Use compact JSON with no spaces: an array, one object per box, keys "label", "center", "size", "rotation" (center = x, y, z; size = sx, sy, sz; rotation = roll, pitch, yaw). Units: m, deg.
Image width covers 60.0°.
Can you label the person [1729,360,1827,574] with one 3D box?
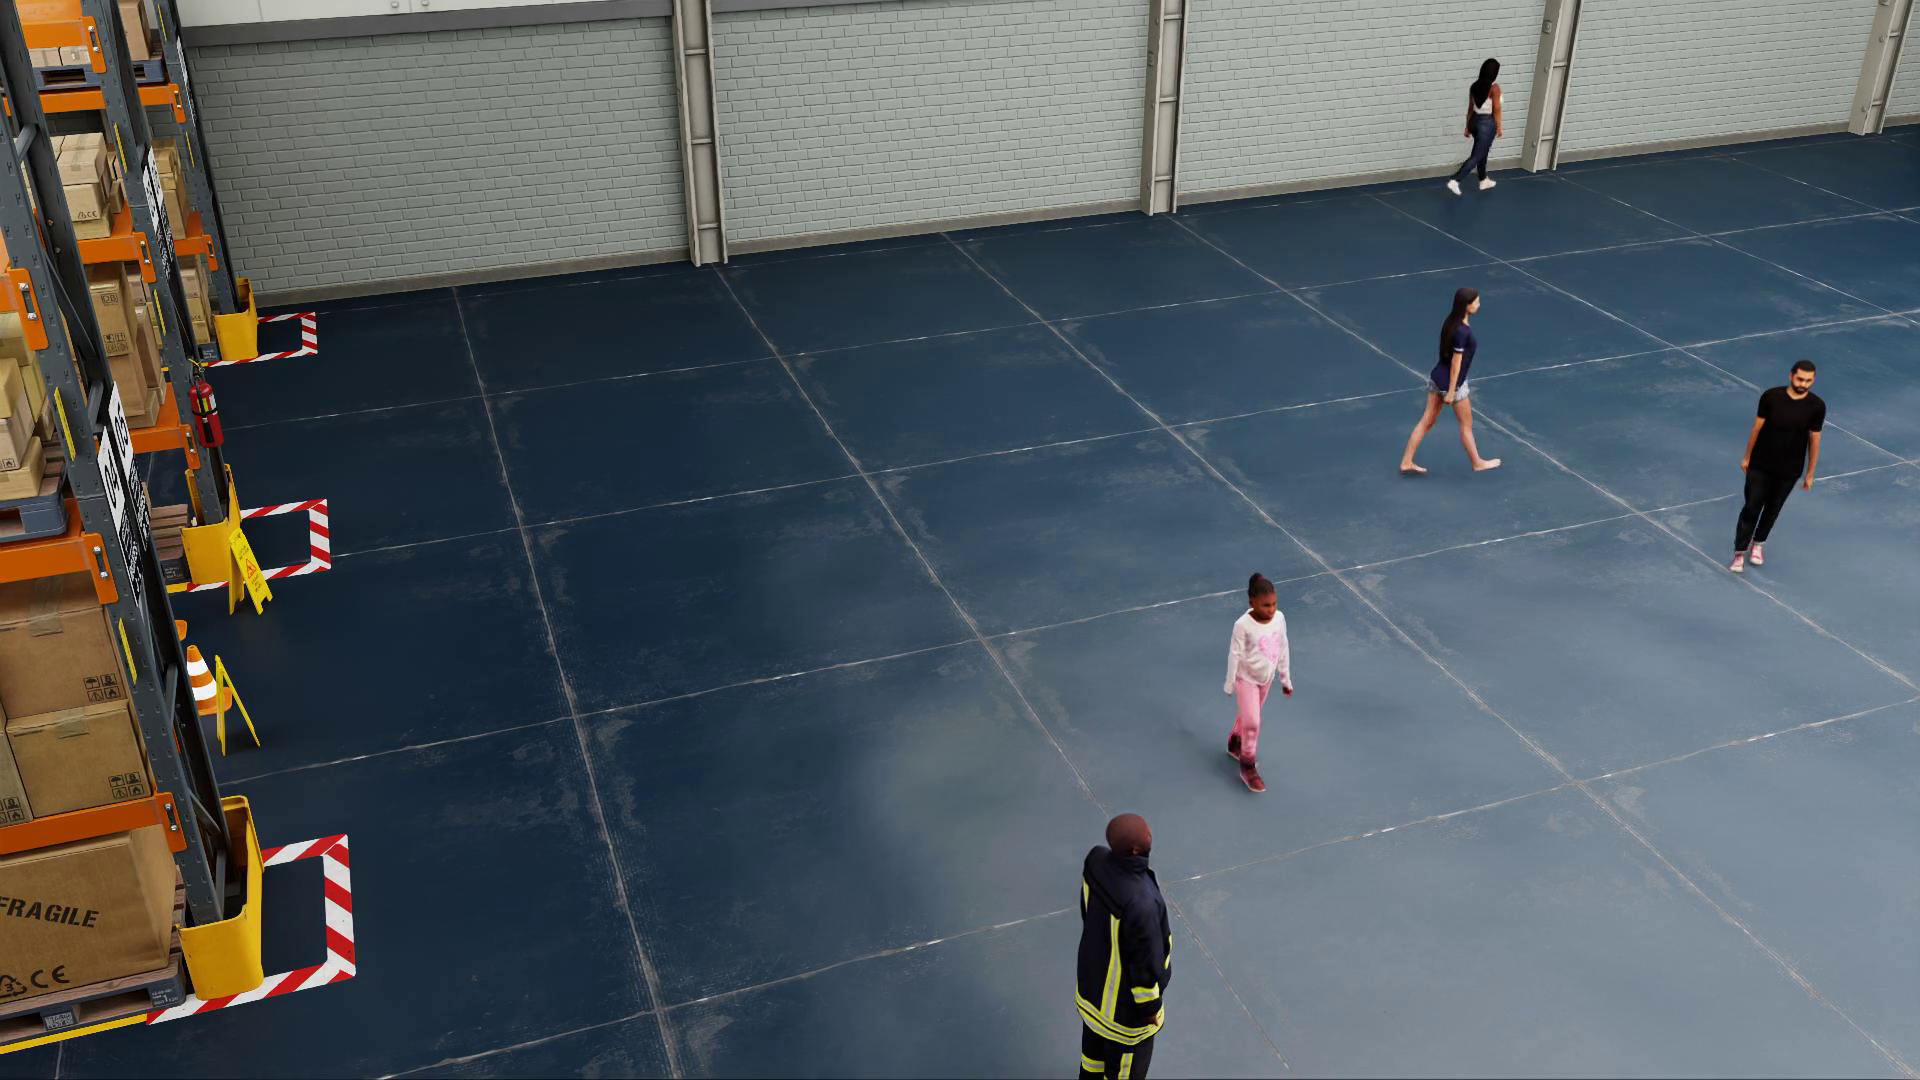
[{"label":"person","center":[6.422,-0.626,13.079],"size":[0.955,1.744,1.008],"rotation":[12,30,21]}]

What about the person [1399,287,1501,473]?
[{"label":"person","center":[4.157,-1.338,14.442],"size":[1.168,1.721,0.843],"rotation":[-1,28,-1]}]

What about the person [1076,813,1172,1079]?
[{"label":"person","center":[0.777,2.053,7.969],"size":[0.658,1.820,0.743],"rotation":[-11,30,-20]}]

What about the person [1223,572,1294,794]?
[{"label":"person","center":[1.844,0.836,10.669],"size":[0.728,1.429,0.684],"rotation":[-17,32,-28]}]

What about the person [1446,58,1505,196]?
[{"label":"person","center":[6.872,-5.439,22.086],"size":[1.210,1.772,0.685],"rotation":[-12,30,-21]}]
